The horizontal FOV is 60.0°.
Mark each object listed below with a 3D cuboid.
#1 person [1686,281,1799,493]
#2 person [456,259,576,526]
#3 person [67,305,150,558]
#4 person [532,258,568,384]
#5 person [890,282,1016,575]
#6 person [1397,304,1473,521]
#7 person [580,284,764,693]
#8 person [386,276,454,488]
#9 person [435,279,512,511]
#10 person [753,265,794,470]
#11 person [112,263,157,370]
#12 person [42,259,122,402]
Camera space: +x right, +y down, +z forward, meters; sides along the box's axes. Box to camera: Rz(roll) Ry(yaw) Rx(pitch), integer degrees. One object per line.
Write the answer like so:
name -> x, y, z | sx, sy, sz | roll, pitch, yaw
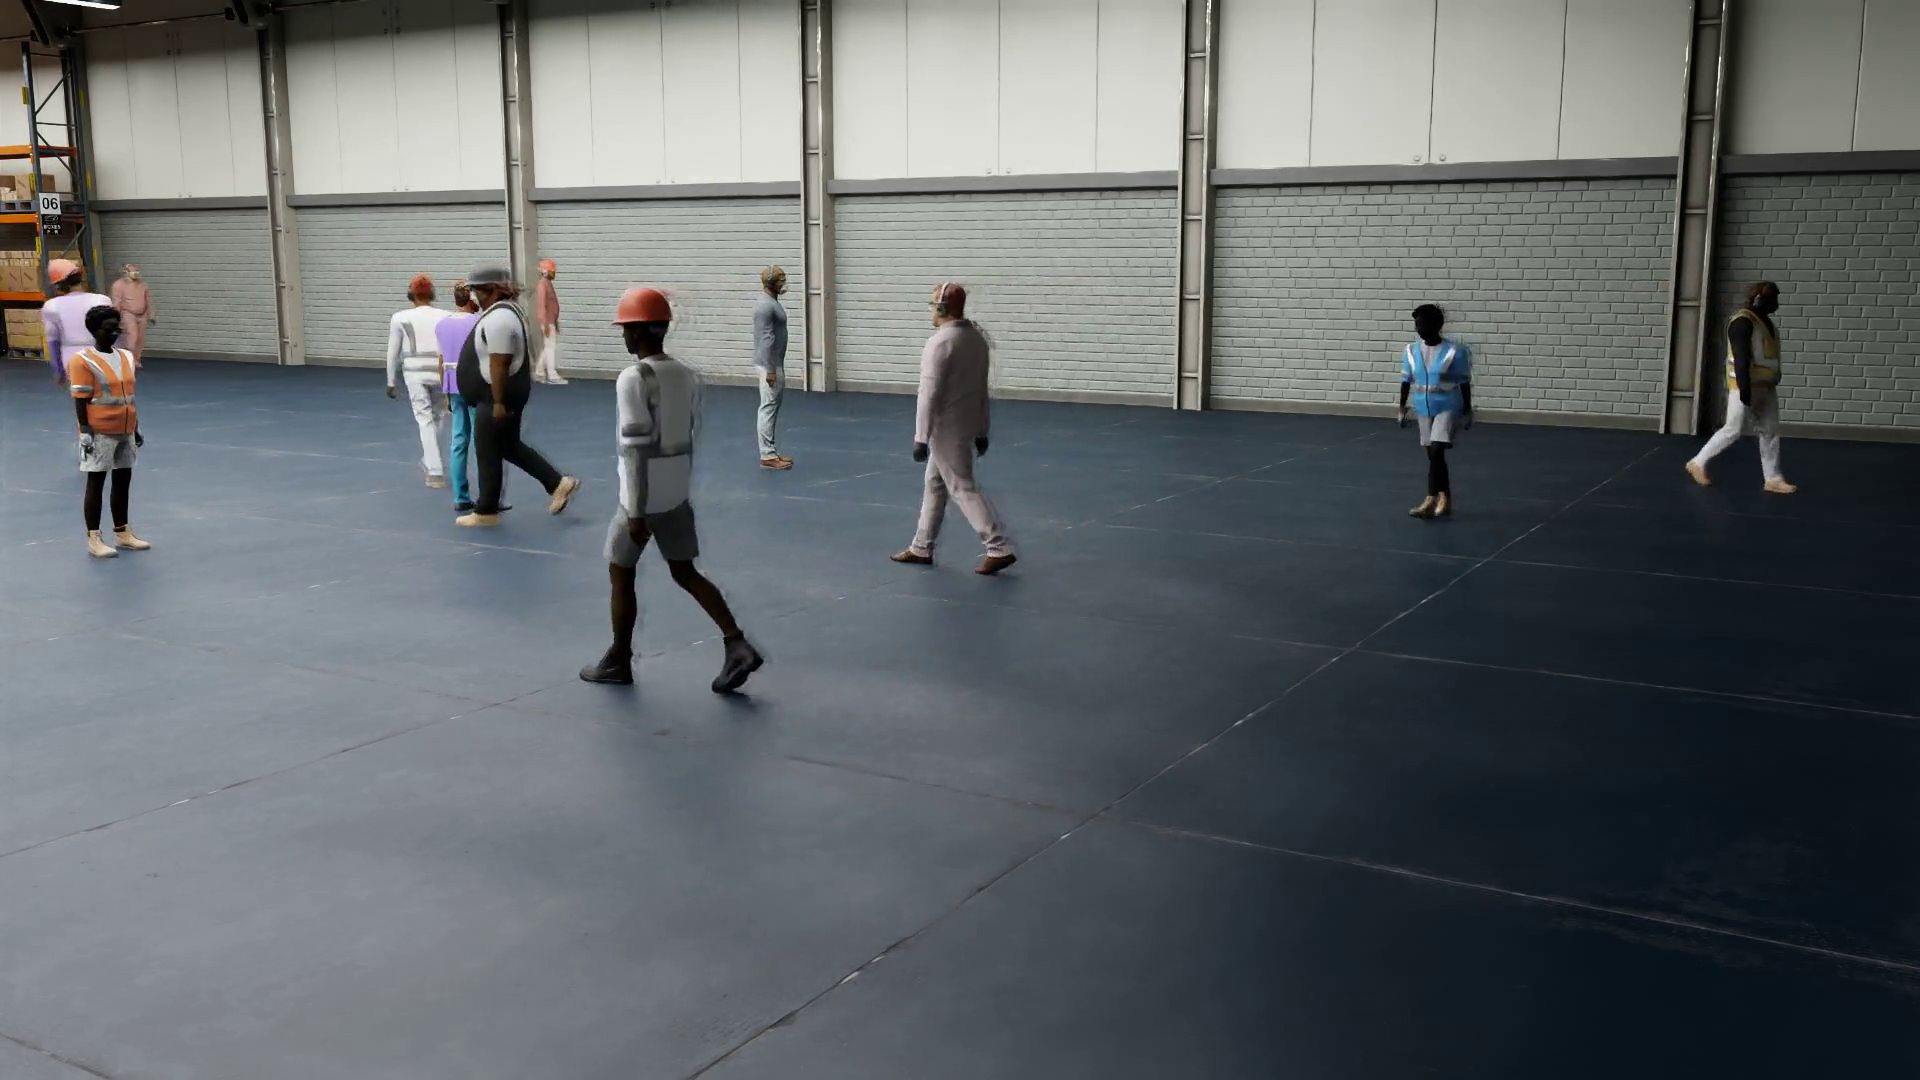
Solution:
person -> 6.804, -1.322, 14.347 | 0.632, 1.816, 0.845 | -7, 12, -35
person -> -3.379, -1.126, 12.530 | 0.809, 2.000, 0.692 | -2, 10, -10
person -> -5.760, -0.739, 11.267 | 0.317, 1.697, 0.540 | 3, 10, 16
person -> -6.513, -3.449, 26.334 | 0.502, 2.004, 0.622 | -1, 10, -6
person -> -0.026, -0.714, 10.643 | 0.969, 1.867, 0.656 | 5, 11, 27
person -> 3.631, -0.978, 12.760 | 0.816, 1.647, 0.550 | -9, 13, -41
person -> -1.352, -0.225, 7.685 | 0.938, 1.903, 0.556 | 5, 11, 26
person -> -4.777, -1.414, 14.781 | 0.596, 1.835, 0.962 | -6, 12, -33
person -> -3.865, -1.131, 13.127 | 0.566, 1.847, 0.389 | 4, 11, 23
person -> -1.784, -1.640, 15.845 | 0.364, 1.938, 0.636 | 0, 10, -1
person -> -14.638, -3.964, 29.591 | 0.663, 1.884, 0.649 | 5, 11, 29
person -> -8.120, -1.605, 15.498 | 0.658, 1.993, 0.458 | -2, 10, -10
